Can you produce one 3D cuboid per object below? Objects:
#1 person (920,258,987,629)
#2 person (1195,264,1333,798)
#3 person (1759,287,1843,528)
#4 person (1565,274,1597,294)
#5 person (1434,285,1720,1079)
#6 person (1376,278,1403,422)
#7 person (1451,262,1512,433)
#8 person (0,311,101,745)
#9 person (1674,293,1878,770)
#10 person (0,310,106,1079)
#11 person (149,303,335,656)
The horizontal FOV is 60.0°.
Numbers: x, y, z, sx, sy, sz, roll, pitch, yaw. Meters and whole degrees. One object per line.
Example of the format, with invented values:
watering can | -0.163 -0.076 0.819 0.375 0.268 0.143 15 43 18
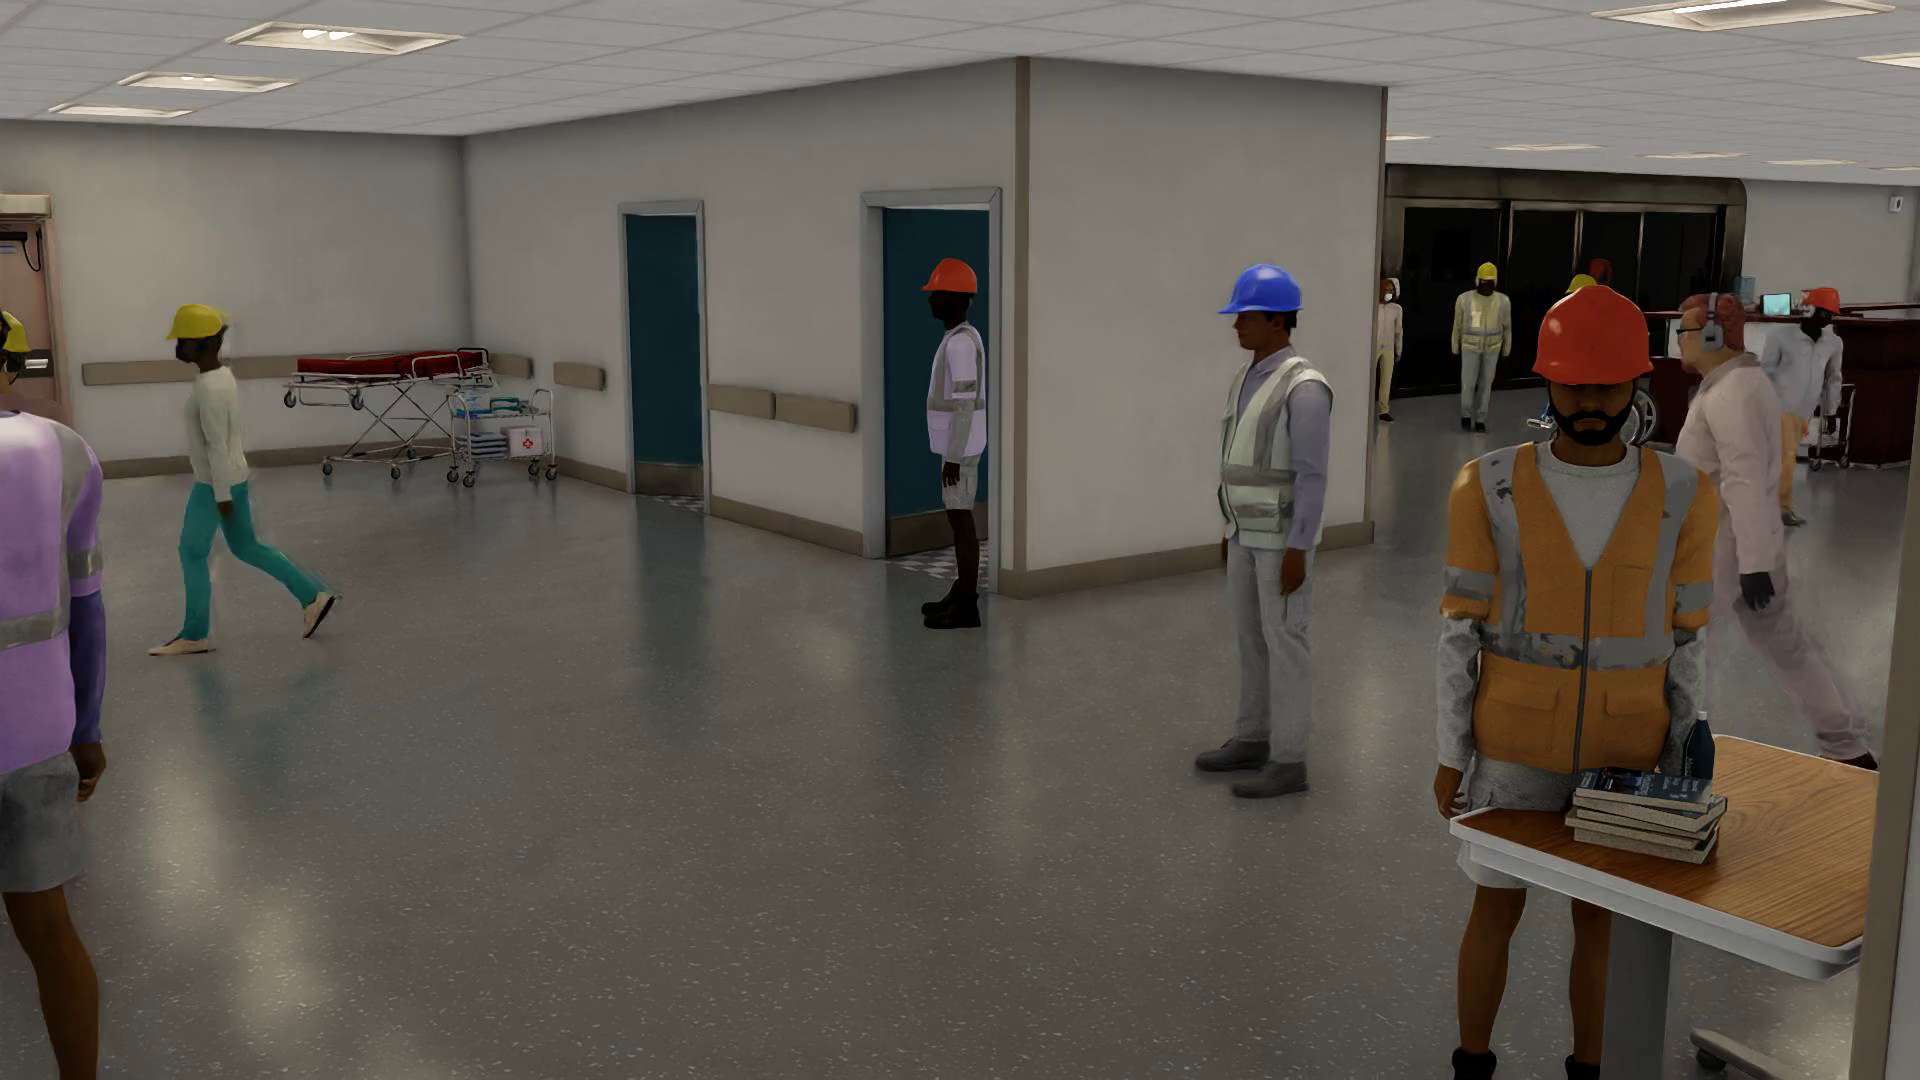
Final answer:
person | -0.036 -0.502 8.773 0.349 1.942 0.545 0 10 -2
person | 1.123 -0.032 6.126 0.402 1.945 0.612 -3 11 -16
person | 6.004 -0.946 11.901 0.586 1.707 0.725 -2 10 -11
person | 5.140 -1.317 13.838 0.308 1.769 0.525 8 13 38
person | 1.293 0.436 3.535 0.551 1.935 0.375 2 10 12
person | 4.776 -2.143 18.861 0.506 1.628 0.286 -2 10 -11
person | 5.569 -2.043 17.742 0.617 1.814 0.433 1 10 5
person | -3.672 0.001 6.448 0.533 1.767 0.326 -2 10 -9
person | 2.904 0.022 6.157 1.044 1.856 0.673 6 12 31
person | -2.045 0.411 3.433 0.409 2.028 0.618 4 11 19
person | -3.601 -0.306 8.249 0.802 1.736 0.529 -3 10 -14
